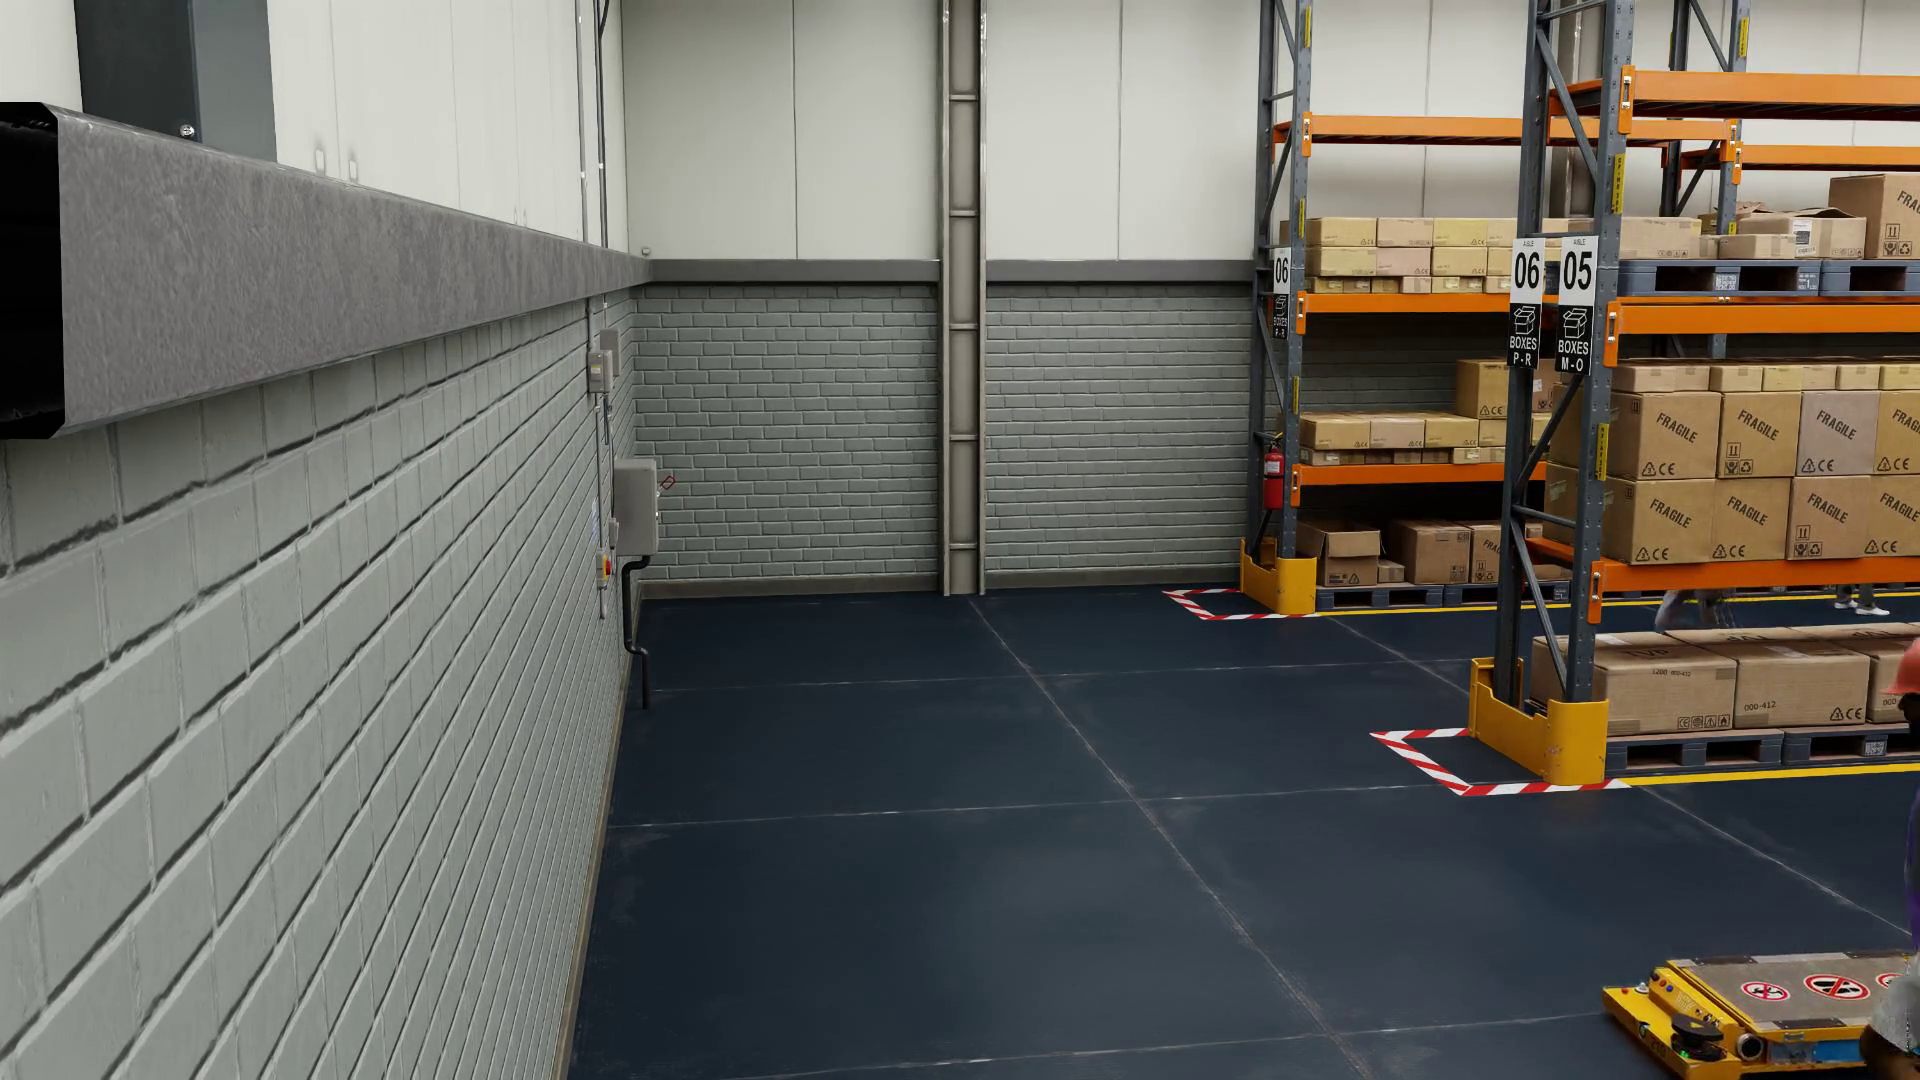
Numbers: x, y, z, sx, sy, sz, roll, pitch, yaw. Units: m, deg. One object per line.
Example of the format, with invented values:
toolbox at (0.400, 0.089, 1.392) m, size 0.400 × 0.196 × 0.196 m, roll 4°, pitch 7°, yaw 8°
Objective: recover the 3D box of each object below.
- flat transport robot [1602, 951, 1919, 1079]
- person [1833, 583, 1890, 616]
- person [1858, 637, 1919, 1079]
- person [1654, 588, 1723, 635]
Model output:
flat transport robot at (3.360, 1.851, 6.526) m, size 1.431 × 0.197 × 0.652 m, roll -1°, pitch 9°, yaw -6°
person at (8.048, -0.289, 14.667) m, size 0.404 × 1.918 × 0.591 m, roll -2°, pitch 9°, yaw -12°
person at (3.065, 1.250, 5.175) m, size 0.475 × 1.912 × 0.593 m, roll 8°, pitch 12°, yaw 40°
person at (5.245, 0.236, 11.742) m, size 0.937 × 1.826 × 0.533 m, roll -2°, pitch 9°, yaw -12°
